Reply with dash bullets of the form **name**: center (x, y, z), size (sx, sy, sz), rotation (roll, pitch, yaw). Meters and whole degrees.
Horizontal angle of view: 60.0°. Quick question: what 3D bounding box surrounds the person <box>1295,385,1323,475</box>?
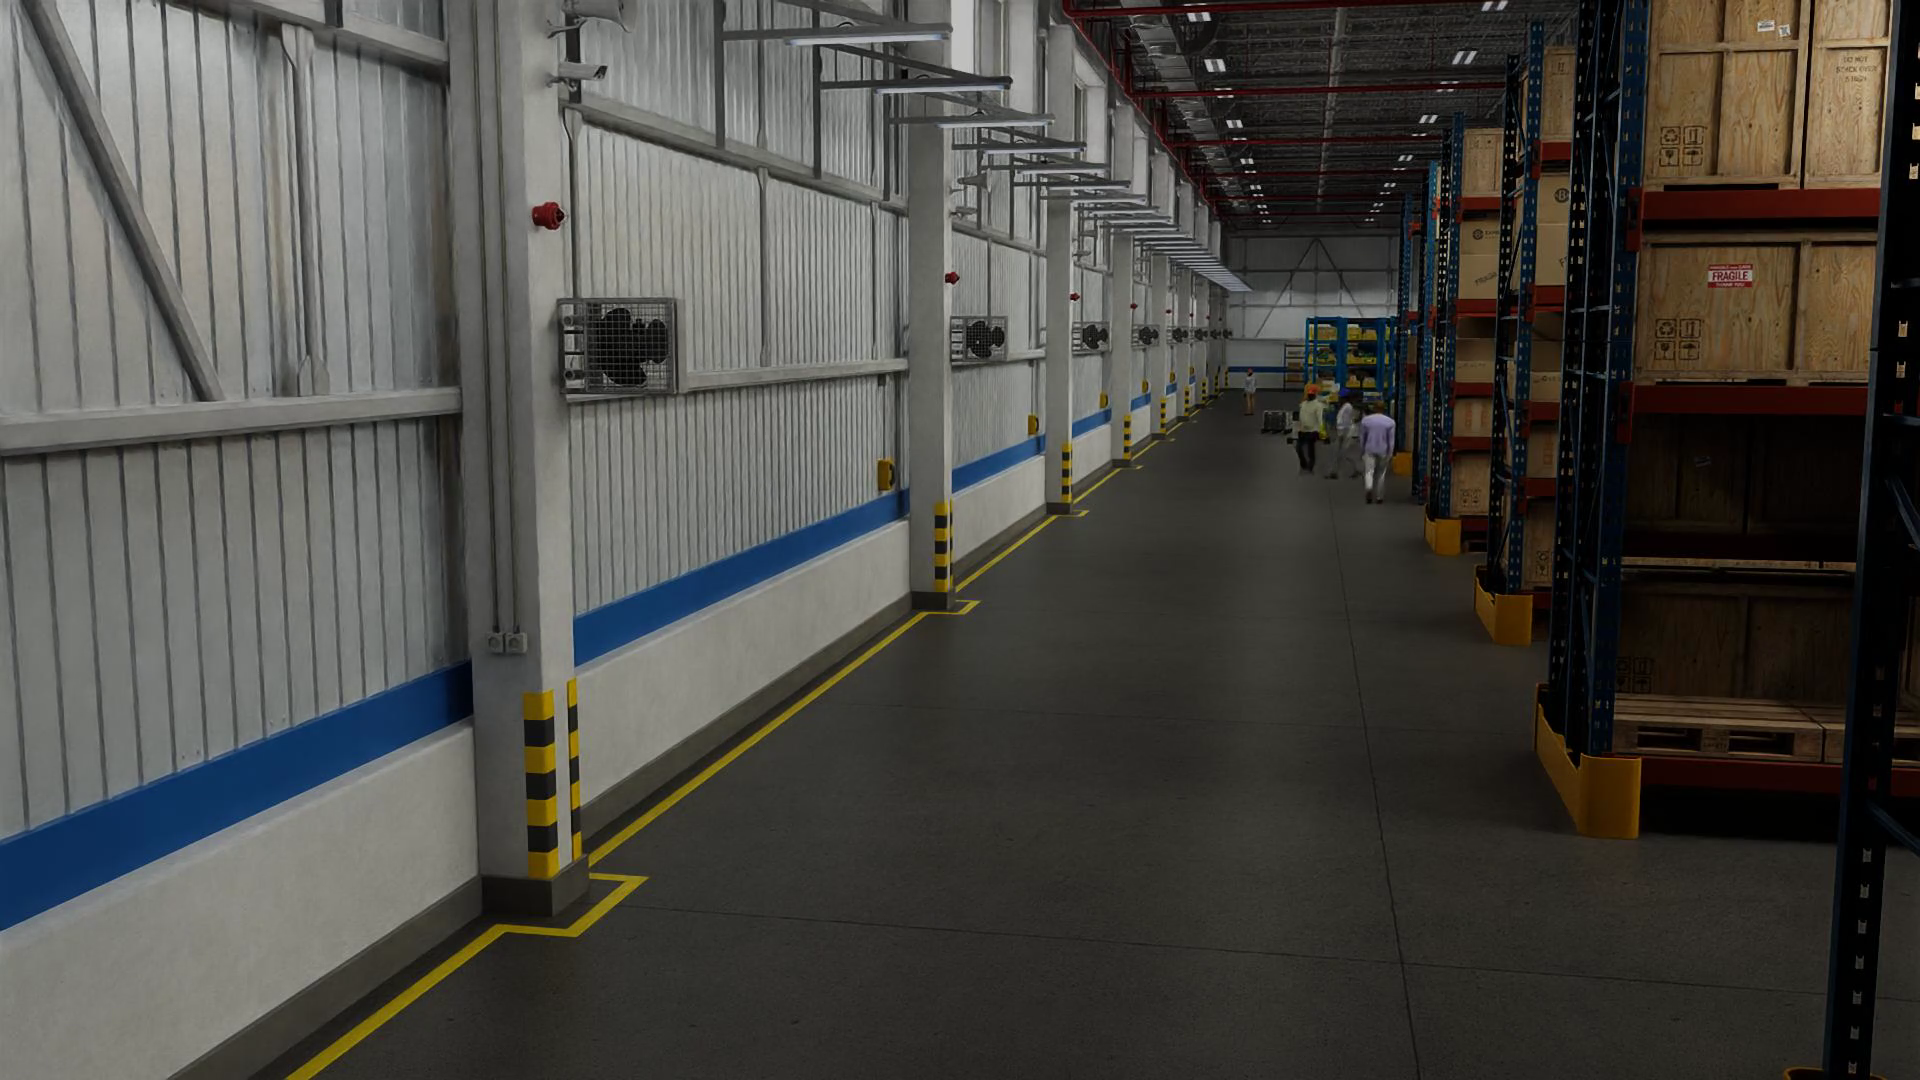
- **person**: center (7.517, -2.369, 35.971), size (0.490, 1.964, 0.648), rotation (-6, 9, -39)

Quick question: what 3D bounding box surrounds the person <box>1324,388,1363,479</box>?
- **person**: center (8.117, -2.232, 35.077), size (0.722, 1.928, 0.620), rotation (-1, 7, -7)

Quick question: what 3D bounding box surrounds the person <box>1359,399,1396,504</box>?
- **person**: center (7.466, -1.569, 29.787), size (0.637, 1.917, 0.723), rotation (2, 8, 19)

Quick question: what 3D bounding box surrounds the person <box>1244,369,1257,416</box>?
- **person**: center (10.765, -5.489, 61.811), size (0.562, 1.752, 0.324), rotation (-5, 9, -37)
